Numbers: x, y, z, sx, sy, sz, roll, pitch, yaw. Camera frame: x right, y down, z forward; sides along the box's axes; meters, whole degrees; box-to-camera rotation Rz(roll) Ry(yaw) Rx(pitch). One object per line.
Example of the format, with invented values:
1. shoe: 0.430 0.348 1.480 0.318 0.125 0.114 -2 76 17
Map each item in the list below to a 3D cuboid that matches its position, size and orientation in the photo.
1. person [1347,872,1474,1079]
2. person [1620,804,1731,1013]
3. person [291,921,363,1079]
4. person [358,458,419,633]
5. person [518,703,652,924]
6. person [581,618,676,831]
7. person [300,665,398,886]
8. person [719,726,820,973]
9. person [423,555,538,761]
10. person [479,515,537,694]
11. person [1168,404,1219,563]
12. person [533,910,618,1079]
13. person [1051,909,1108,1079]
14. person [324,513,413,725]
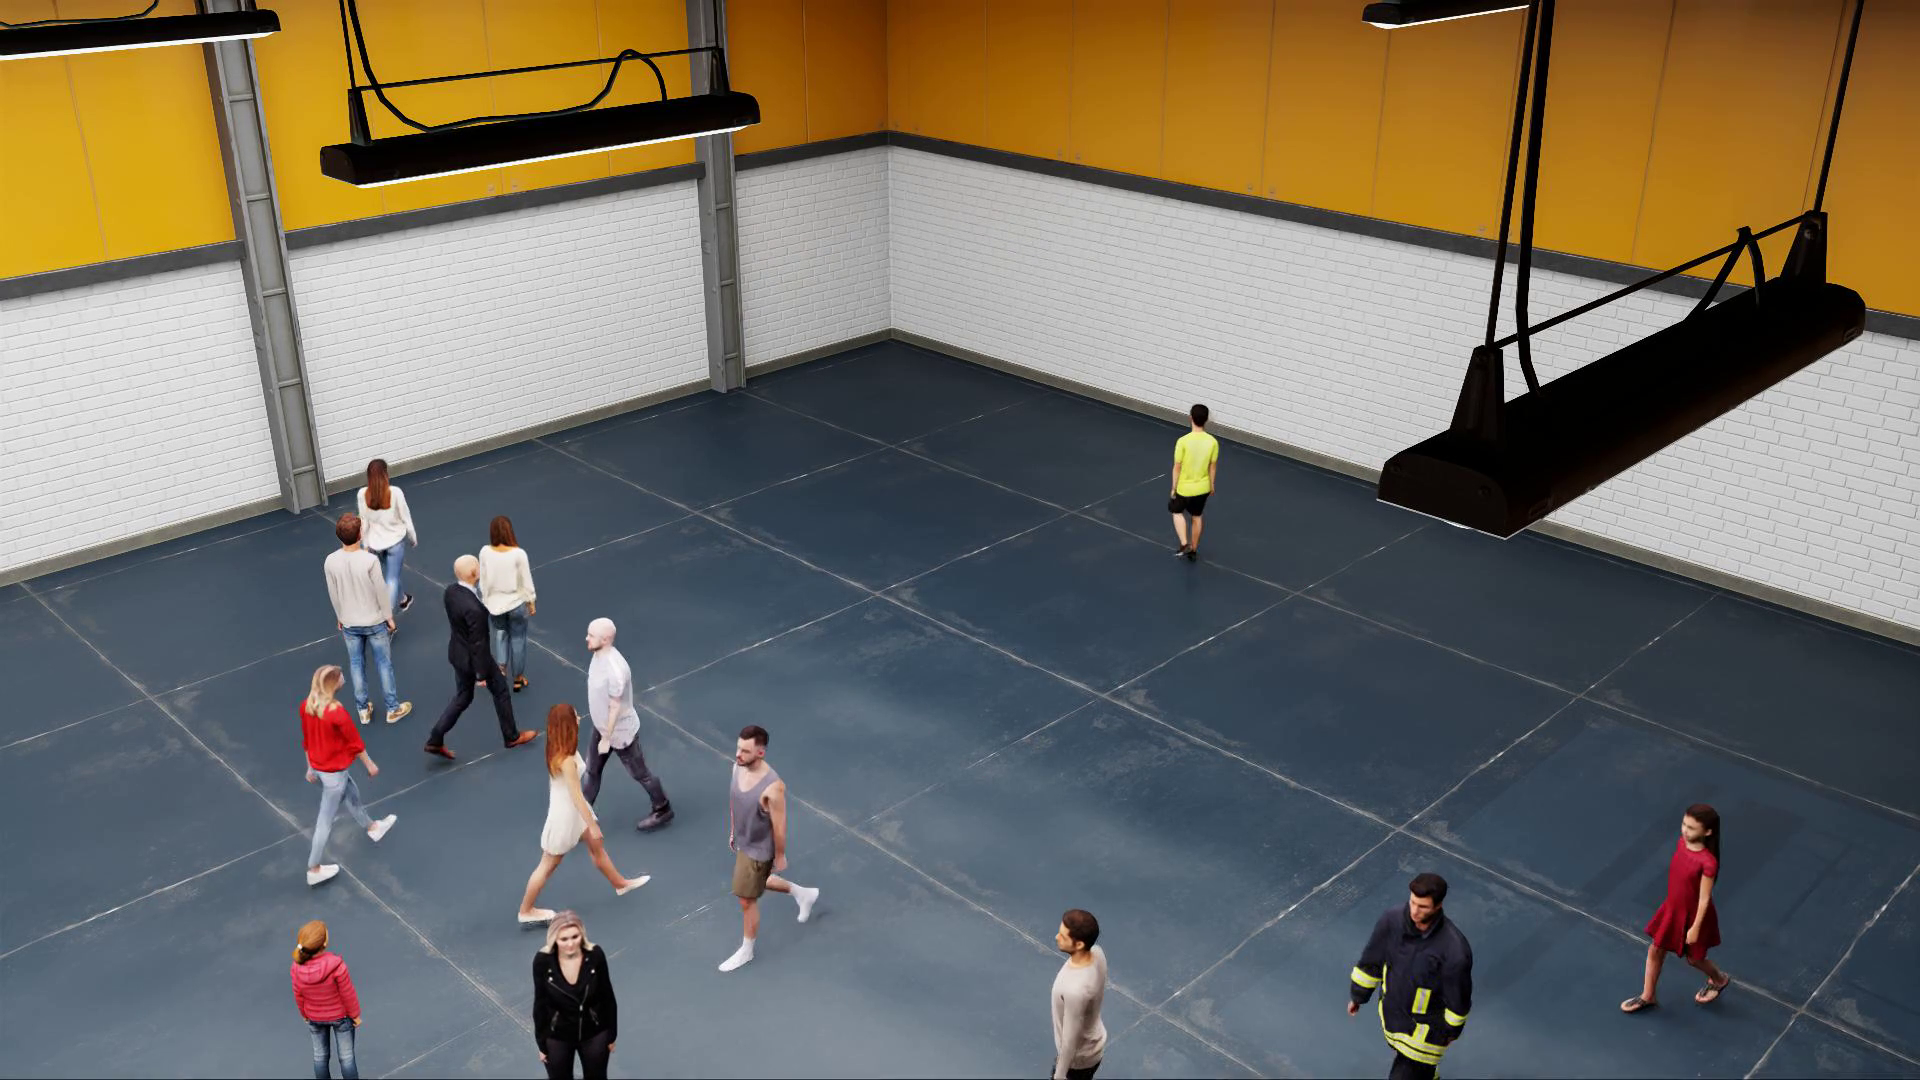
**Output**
1. person: 2.661 2.656 9.540 1.231 1.867 0.914 -16 28 -32
2. person: 4.714 2.365 10.621 1.023 1.534 0.811 -8 25 -17
3. person: -3.742 2.820 9.849 0.598 1.318 0.653 1 24 2
4. person: -5.415 0.086 15.691 1.101 1.649 1.178 1 24 3
5. person: -2.805 1.928 11.472 1.250 1.653 0.956 -8 25 -17
6. person: -2.488 1.421 12.467 1.272 1.785 0.908 -13 27 -27
7. person: -4.566 1.729 11.934 0.798 1.647 1.141 14 27 28
8. person: -1.312 2.019 11.224 1.136 1.826 0.742 -18 29 -35
9. person: -4.033 0.993 13.470 1.121 1.767 0.641 -21 31 -40
10. person: -3.973 0.606 14.478 0.790 1.668 0.841 3 24 7
11. person: 2.413 -0.540 17.070 0.785 1.692 0.854 -4 24 -9
12. person: -2.181 2.801 9.439 0.643 1.682 0.756 -6 24 -13
13. person: 0.726 2.816 9.185 0.922 1.858 0.857 4 24 9
14. person: -5.028 0.671 14.032 0.744 1.905 0.799 1 24 1
